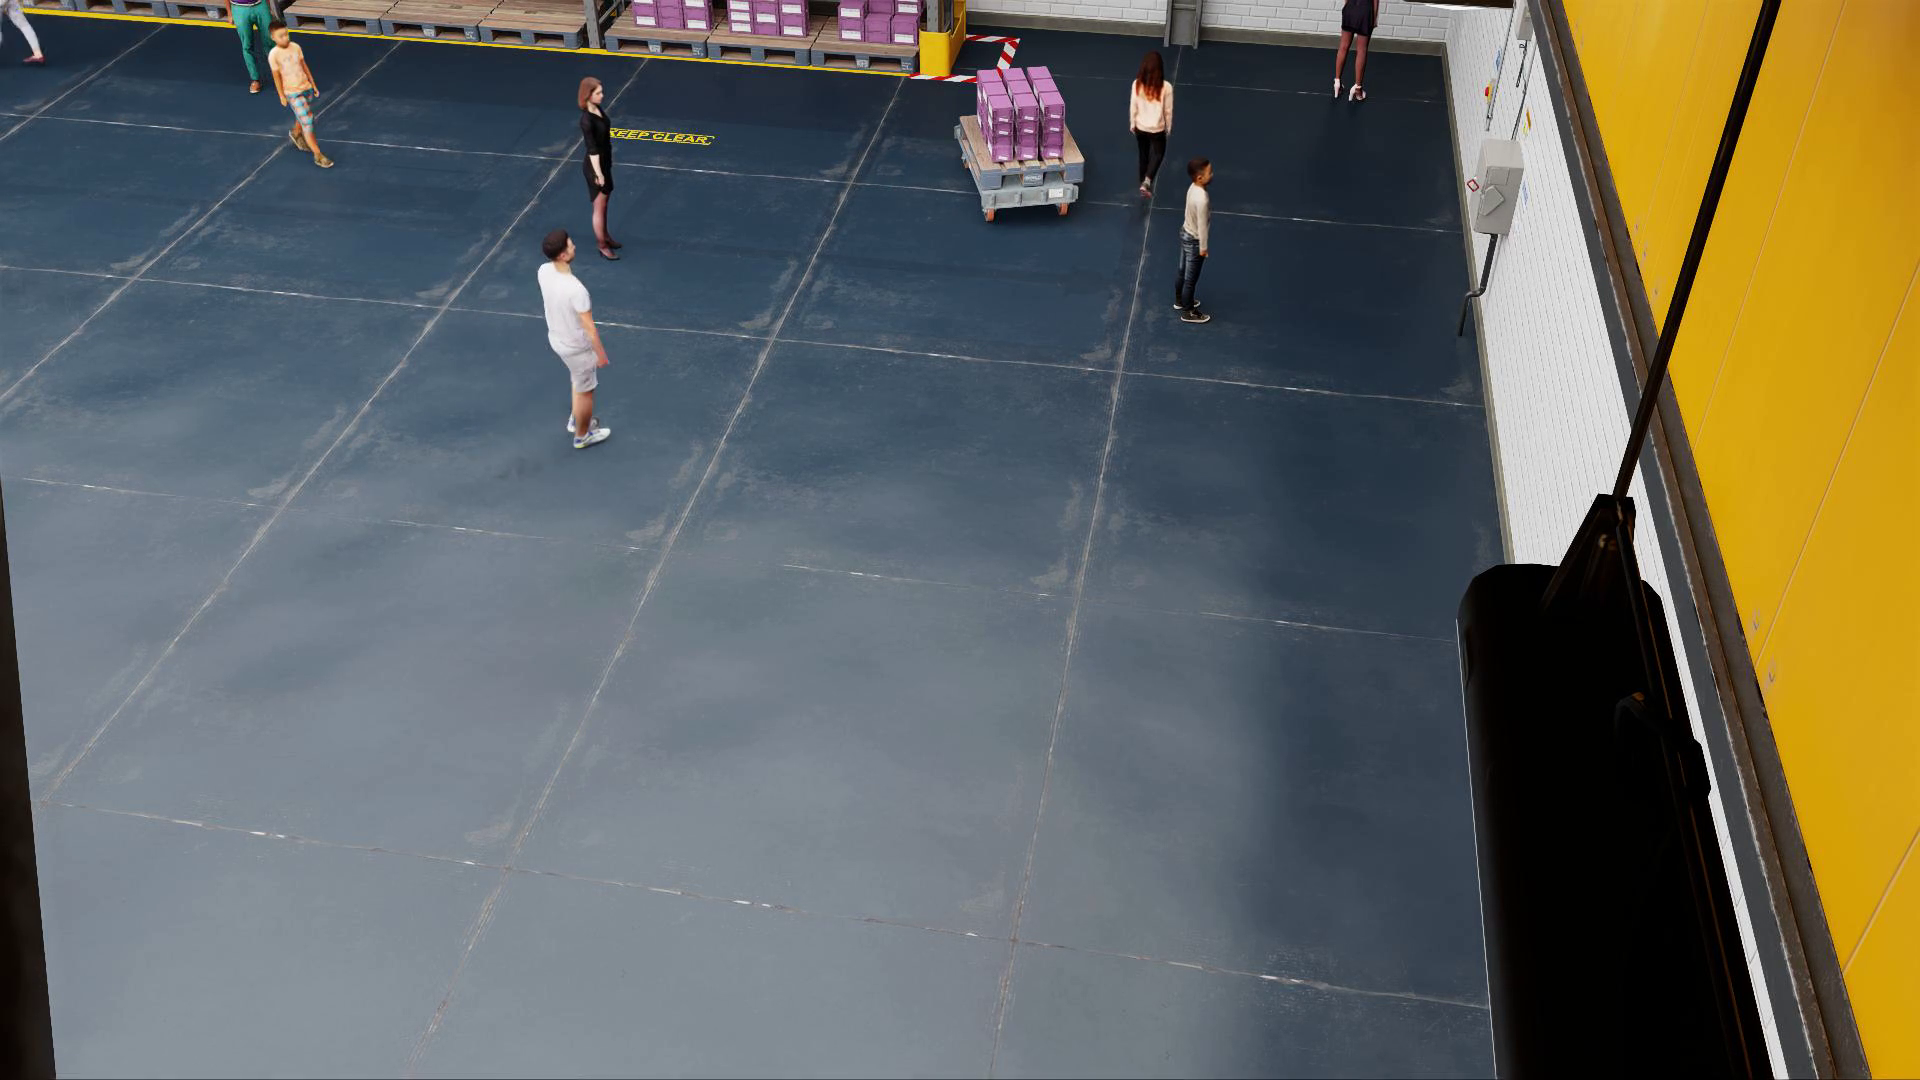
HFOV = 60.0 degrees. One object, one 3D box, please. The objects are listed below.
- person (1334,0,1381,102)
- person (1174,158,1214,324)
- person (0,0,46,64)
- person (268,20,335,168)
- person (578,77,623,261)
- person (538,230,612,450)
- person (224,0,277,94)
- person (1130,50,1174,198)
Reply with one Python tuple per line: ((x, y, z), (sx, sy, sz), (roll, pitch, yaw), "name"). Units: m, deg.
((4.242, -5.565, 17.695), (0.610, 1.790, 0.700), (27, 46, 30), "person")
((1.995, -2.580, 14.217), (0.594, 1.465, 0.607), (-4, 39, -4), "person")
((-10.581, -6.019, 18.444), (1.036, 1.565, 0.744), (-3, 39, -4), "person")
((-6.659, -4.493, 16.630), (1.008, 1.442, 0.740), (20, 43, 24), "person")
((-3.267, -3.354, 14.994), (0.561, 1.705, 0.626), (-1, 39, -1), "person")
((-2.990, -1.463, 12.516), (0.879, 1.842, 0.794), (-30, 47, -32), "person")
((-7.654, -5.729, 17.918), (0.675, 1.767, 0.769), (-18, 42, -21), "person")
((1.810, -3.932, 15.905), (0.702, 1.472, 0.719), (15, 41, 18), "person")
